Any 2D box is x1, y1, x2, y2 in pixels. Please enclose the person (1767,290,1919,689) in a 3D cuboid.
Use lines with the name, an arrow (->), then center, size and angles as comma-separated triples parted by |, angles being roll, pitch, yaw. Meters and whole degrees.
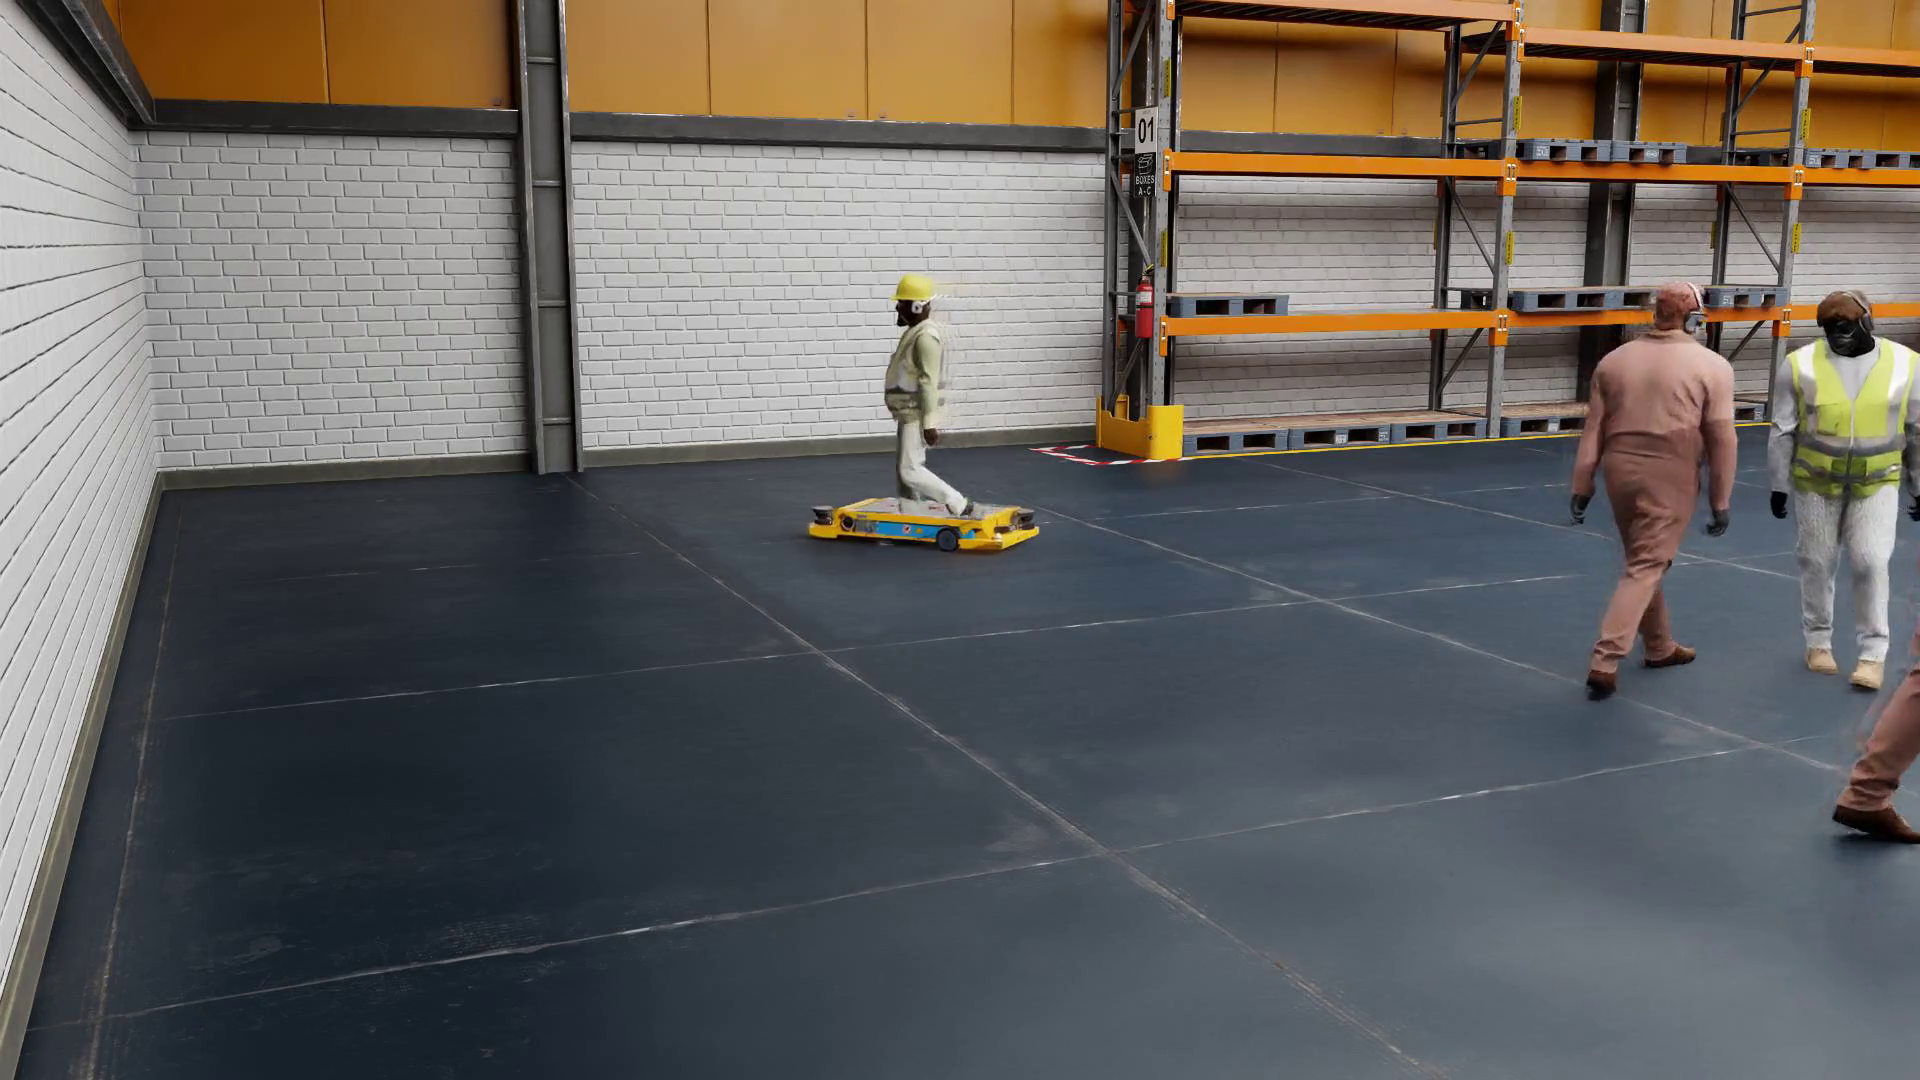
person -> 4.065, -0.229, 7.613 | 0.688, 1.800, 0.693 | 5, 11, 25

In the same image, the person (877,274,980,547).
person -> -0.229, -0.838, 10.959 | 0.585, 1.816, 0.598 | -1, 10, -7

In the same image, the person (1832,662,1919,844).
person -> 3.438, 0.137, 5.442 | 1.012, 1.855, 0.653 | 1, 10, 7

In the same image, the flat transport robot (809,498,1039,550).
flat transport robot -> -0.243, -0.123, 11.277 | 1.431, 0.197, 0.652 | 5, 11, 24

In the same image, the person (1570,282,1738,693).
person -> 3.147, -0.238, 7.562 | 0.999, 1.846, 0.683 | -7, 12, -35
